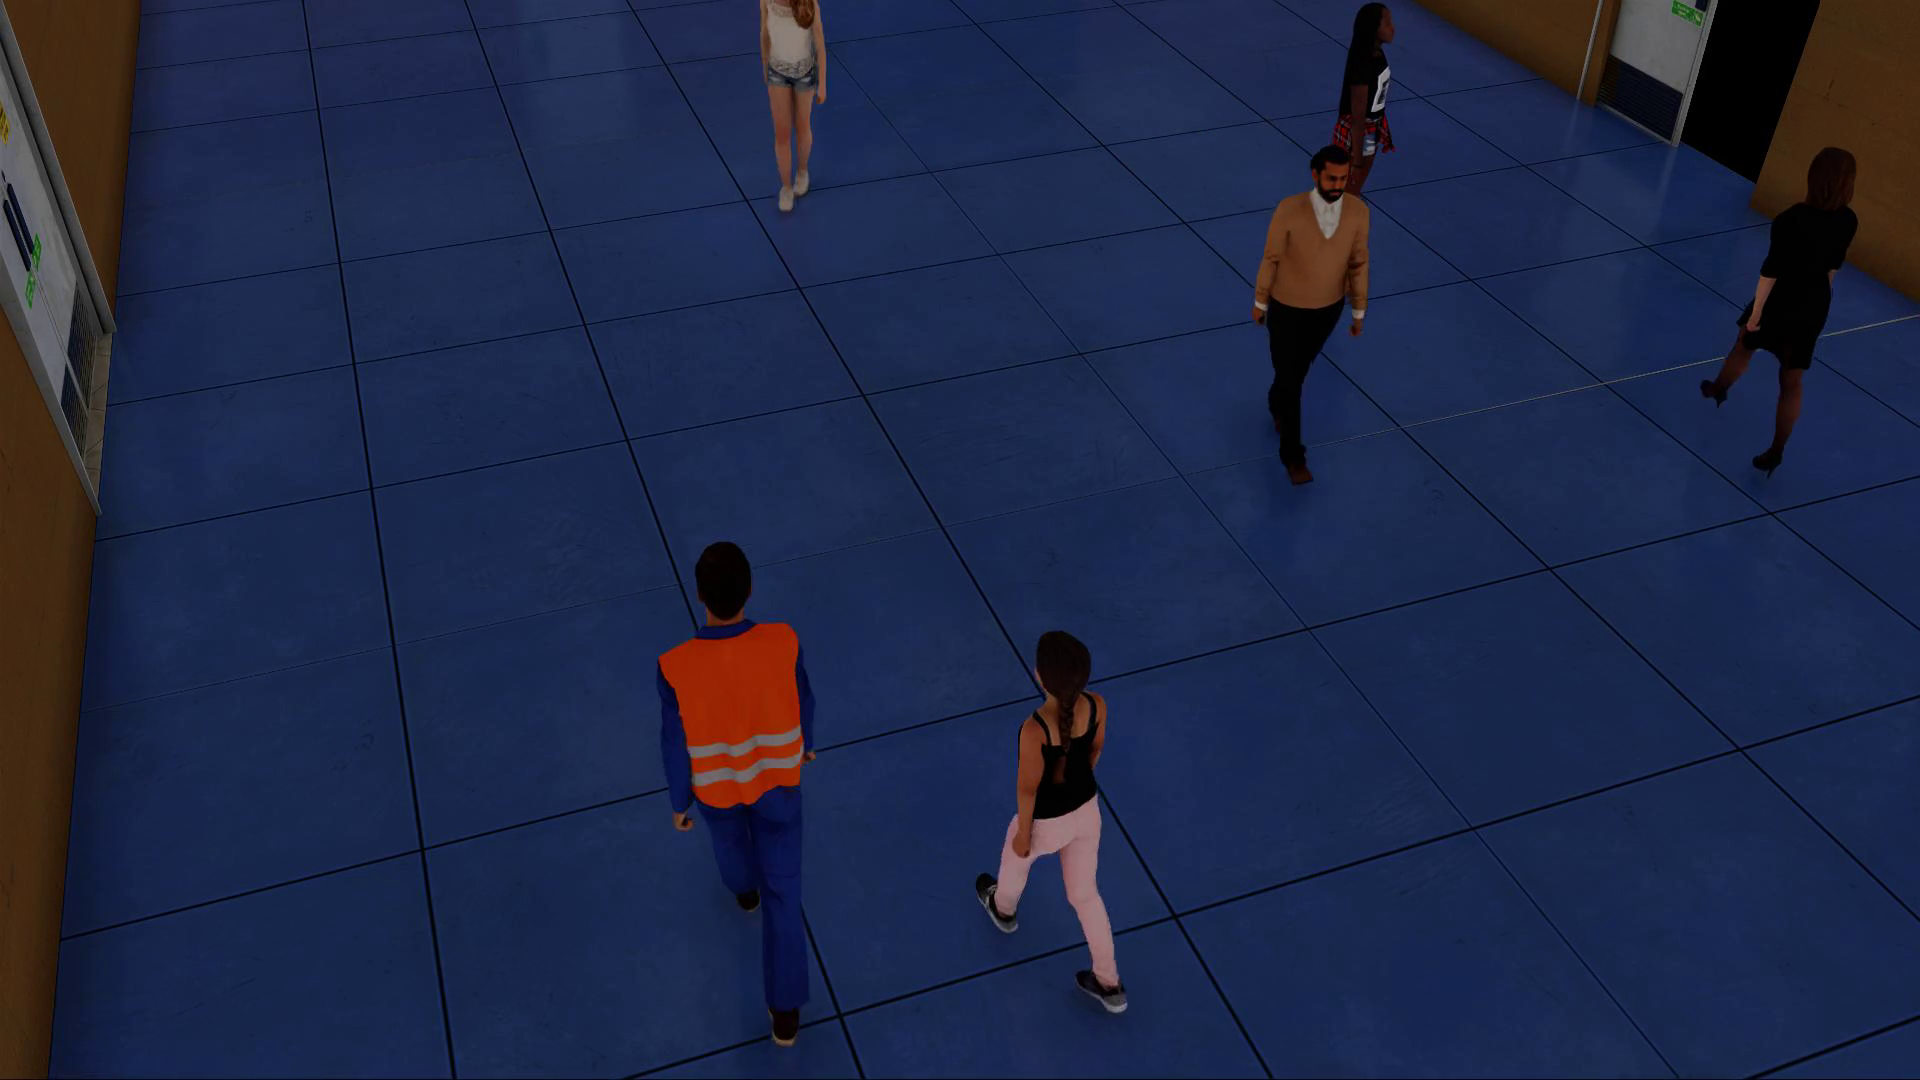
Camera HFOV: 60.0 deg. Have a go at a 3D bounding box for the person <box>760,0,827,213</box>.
[{"bbox_3d":[-1.100,-3.040,10.882,0.840,1.720,0.818,6,37,7],"label":"person"}]

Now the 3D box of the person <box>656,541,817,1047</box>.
[{"bbox_3d":[-0.698,0.879,5.579,1.193,1.818,0.841,-8,38,-11],"label":"person"}]

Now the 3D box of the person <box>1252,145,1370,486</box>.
[{"bbox_3d":[1.743,-1.207,8.455,1.139,1.702,0.880,-5,37,-7],"label":"person"}]

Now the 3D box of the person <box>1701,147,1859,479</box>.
[{"bbox_3d":[4.182,-1.085,8.320,1.094,1.653,0.883,-2,37,-2],"label":"person"}]

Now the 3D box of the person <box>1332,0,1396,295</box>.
[{"bbox_3d":[2.372,-2.354,9.964,0.770,1.725,0.722,11,38,15],"label":"person"}]

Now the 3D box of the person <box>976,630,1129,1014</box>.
[{"bbox_3d":[0.381,0.992,5.669,1.006,1.528,0.711,-19,41,-23],"label":"person"}]
